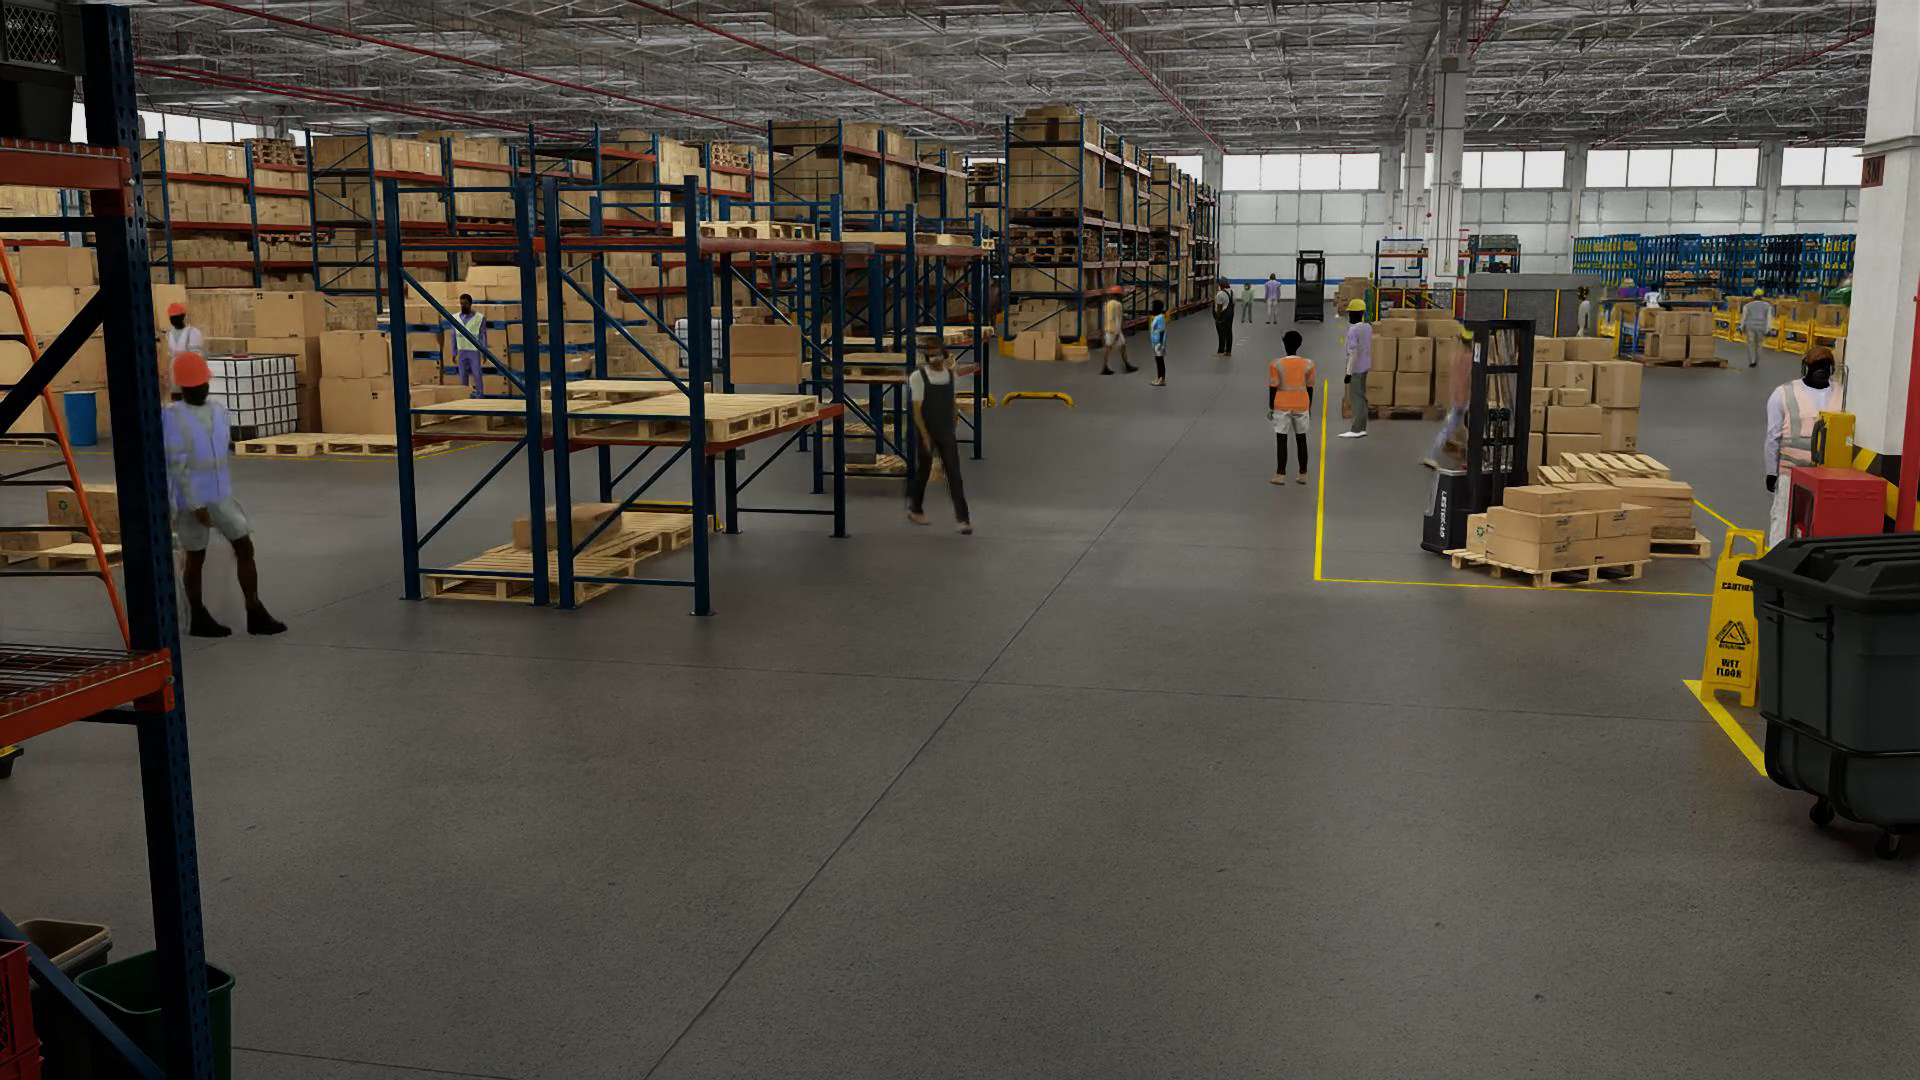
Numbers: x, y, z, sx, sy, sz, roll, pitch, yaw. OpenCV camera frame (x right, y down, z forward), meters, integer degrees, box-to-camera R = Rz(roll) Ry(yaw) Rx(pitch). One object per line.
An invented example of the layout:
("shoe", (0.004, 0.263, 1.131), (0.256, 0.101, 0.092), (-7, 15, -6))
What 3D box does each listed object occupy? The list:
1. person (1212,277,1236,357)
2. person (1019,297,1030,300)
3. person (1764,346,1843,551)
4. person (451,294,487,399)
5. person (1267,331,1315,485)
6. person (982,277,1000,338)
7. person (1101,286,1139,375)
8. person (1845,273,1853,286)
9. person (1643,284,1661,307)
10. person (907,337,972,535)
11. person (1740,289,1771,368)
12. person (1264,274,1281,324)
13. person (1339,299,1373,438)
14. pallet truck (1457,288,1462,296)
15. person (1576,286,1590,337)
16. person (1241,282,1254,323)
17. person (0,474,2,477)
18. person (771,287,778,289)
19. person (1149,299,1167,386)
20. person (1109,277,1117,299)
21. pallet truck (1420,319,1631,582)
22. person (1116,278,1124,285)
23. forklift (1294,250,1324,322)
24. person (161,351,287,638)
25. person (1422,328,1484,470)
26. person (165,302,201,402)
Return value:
("person", (6.689, -5.693, 42.400), (0.675, 2.000, 0.537), (-9, 13, -44))
("person", (2.164, -7.465, 53.911), (0.541, 1.696, 0.315), (-5, 11, -27))
("person", (6.245, -0.498, 12.232), (0.625, 1.844, 0.429), (1, 10, 6))
("person", (-8.039, -3.073, 27.256), (0.596, 1.915, 0.374), (1, 10, 7))
("person", (3.621, -1.440, 18.231), (0.536, 1.696, 0.322), (-1, 10, -9))
("person", (0.980, -7.346, 52.581), (0.643, 1.910, 0.400), (-5, 11, -25))
("person", (3.427, -4.503, 35.757), (0.945, 1.892, 0.561), (-4, 11, -25))
("person", (37.594, -10.332, 70.305), (0.463, 1.889, 0.668), (5, 11, 26))
("person", (22.847, -7.616, 54.922), (0.542, 1.644, 0.869), (2, 10, 14))
("person", (-0.244, -0.958, 15.163), (0.507, 1.794, 0.942), (-4, 10, -23))
("person", (18.252, -4.859, 38.203), (0.623, 1.781, 0.911), (3, 10, 16))
("person", (11.931, -9.210, 63.524), (0.636, 1.939, 0.363), (-1, 10, -7))
("person", (5.510, -2.383, 23.134), (0.370, 1.928, 0.585), (7, 12, 34))
("pallet truck", (20.506, -9.785, 68.819), (0.653, 1.274, 1.630), (2, 10, 12))
("person", (14.155, -4.833, 37.834), (0.404, 1.861, 0.500), (3, 10, 18))
("person", (11.142, -9.179, 64.403), (0.508, 1.584, 0.862), (5, 11, 27))
("person", (-10.840, -1.458, 17.791), (1.029, 1.880, 0.656), (3, 10, 15))
("person", (-7.771, -10.051, 68.612), (0.551, 1.913, 0.821), (0, 10, 2))
("person", (3.886, -3.863, 32.576), (0.317, 1.697, 0.540), (-1, 10, -4))
("person", (8.396, -13.943, 91.942), (0.630, 1.811, 0.742), (-1, 10, -7))
("pallet truck", (4.543, -0.757, 13.299), (0.823, 1.965, 1.885), (-4, 10, -22))
("person", (8.195, -12.895, 85.319), (0.387, 1.948, 0.602), (-6, 11, -33))
("forklift", (13.778, -10.002, 65.433), (1.129, 2.768, 1.873), (2, 10, 12))
("person", (-4.783, -0.261, 10.668), (0.797, 1.890, 0.543), (5, 11, 26))
("person", (5.839, -1.638, 19.324), (0.890, 1.724, 0.534), (2, 10, 14))
("person", (-10.651, -2.336, 22.958), (0.542, 1.906, 0.887), (2, 10, 9))
